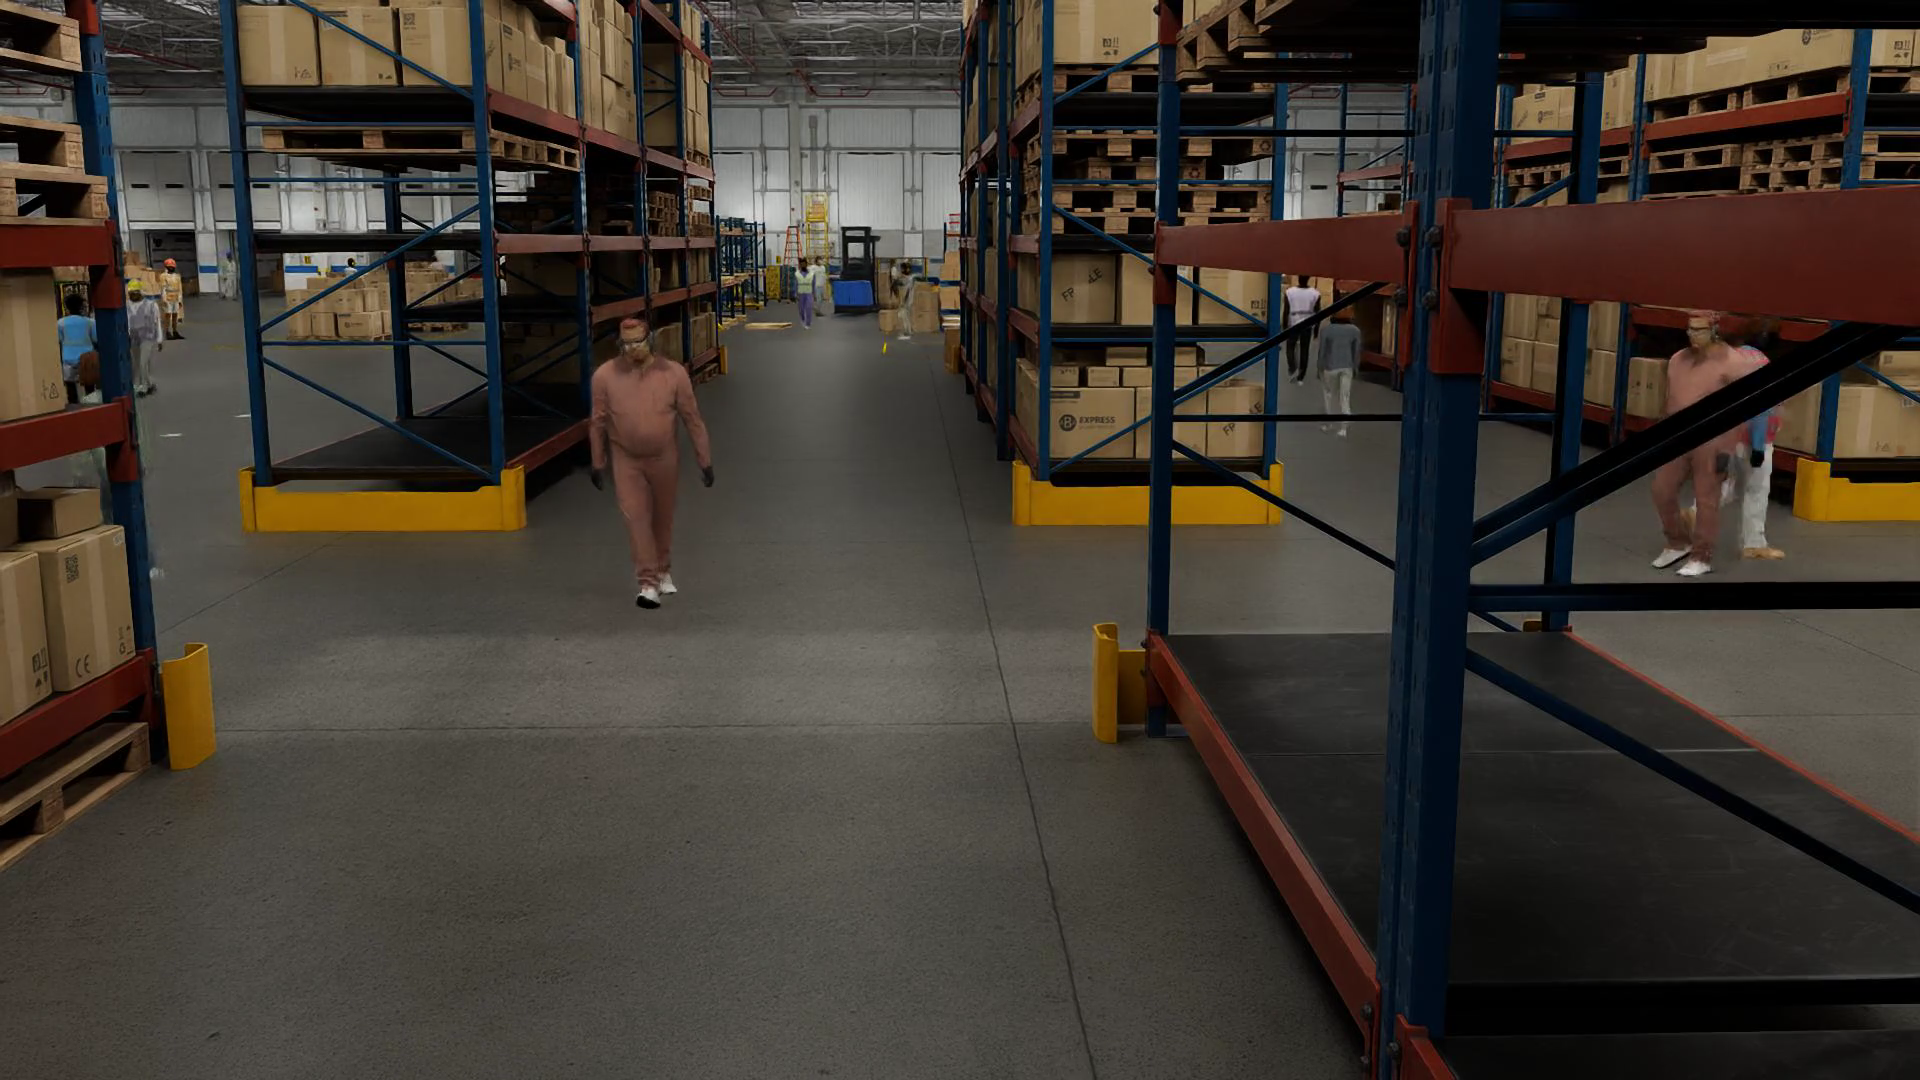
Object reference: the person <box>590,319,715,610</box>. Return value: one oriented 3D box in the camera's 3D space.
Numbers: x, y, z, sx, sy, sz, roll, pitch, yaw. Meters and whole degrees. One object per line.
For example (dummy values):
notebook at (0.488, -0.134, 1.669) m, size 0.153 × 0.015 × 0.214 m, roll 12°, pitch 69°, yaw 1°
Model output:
person at (-1.985, -0.496, 10.749) m, size 0.774 × 1.840 × 0.992 m, roll -2°, pitch 10°, yaw -12°

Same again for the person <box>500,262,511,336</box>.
person at (-8.712, -4.391, 32.121) m, size 0.613 × 1.965 × 0.361 m, roll 0°, pitch 10°, yaw 2°

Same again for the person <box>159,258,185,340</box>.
person at (-18.882, -5.765, 39.858) m, size 0.366 × 1.939 × 0.542 m, roll 3°, pitch 11°, yaw 17°

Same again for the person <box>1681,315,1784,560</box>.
person at (5.751, -0.754, 12.278) m, size 0.674 × 1.821 × 0.642 m, roll 1°, pitch 10°, yaw 3°

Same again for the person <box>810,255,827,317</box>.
person at (-4.411, -7.937, 52.002) m, size 0.450 × 1.920 × 0.647 m, roll 10°, pitch 14°, yaw 43°

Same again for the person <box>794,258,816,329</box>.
person at (-4.151, -6.612, 44.697) m, size 0.606 × 1.899 × 0.444 m, roll 0°, pitch 10°, yaw 0°

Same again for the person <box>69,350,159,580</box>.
person at (-5.968, -0.507, 11.498) m, size 0.818 × 1.589 × 0.526 m, roll 0°, pitch 10°, yaw 2°

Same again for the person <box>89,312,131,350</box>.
person at (-12.085, -2.719, 23.690) m, size 0.545 × 1.651 × 0.866 m, roll -2°, pitch 10°, yaw -13°

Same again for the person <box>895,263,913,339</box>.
person at (-1.352, -5.740, 39.989) m, size 0.438 × 1.846 × 0.577 m, roll -3°, pitch 11°, yaw -16°

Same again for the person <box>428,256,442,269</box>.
person at (-19.629, -9.664, 61.932) m, size 0.844 × 1.810 × 0.664 m, roll 5°, pitch 11°, yaw 27°

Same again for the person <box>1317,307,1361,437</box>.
person at (4.593, -2.068, 20.235) m, size 0.521 × 1.587 × 0.822 m, roll 1°, pitch 10°, yaw 7°

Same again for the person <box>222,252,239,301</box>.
person at (-28.671, -10.341, 65.389) m, size 0.446 × 1.933 × 0.612 m, roll 5°, pitch 11°, yaw 28°

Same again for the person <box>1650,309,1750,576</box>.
person at (5.159, -0.676, 11.665) m, size 0.436 × 1.893 × 0.647 m, roll -6°, pitch 12°, yaw -31°

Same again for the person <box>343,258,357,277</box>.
person at (-18.205, -7.504, 49.785) m, size 0.500 × 1.861 × 0.328 m, roll 4°, pitch 11°, yaw 19°

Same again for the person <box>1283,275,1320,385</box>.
person at (5.600, -3.505, 27.372) m, size 0.638 × 1.897 × 0.639 m, roll 0°, pitch 10°, yaw 1°

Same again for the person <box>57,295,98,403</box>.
person at (-11.405, -2.331, 21.523) m, size 0.546 × 1.651 × 0.791 m, roll -6°, pitch 12°, yaw -29°

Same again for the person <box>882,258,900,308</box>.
person at (-2.237, -8.521, 55.624) m, size 0.951 × 1.799 × 0.524 m, roll -1°, pitch 10°, yaw -5°

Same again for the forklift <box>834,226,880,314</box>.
forklift at (-3.344, -8.705, 53.617) m, size 1.129 × 2.768 × 1.873 m, roll 2°, pitch 10°, yaw 11°

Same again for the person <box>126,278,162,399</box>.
person at (-12.405, -3.060, 25.194) m, size 0.606 × 1.804 × 0.885 m, roll -1°, pitch 10°, yaw -4°
